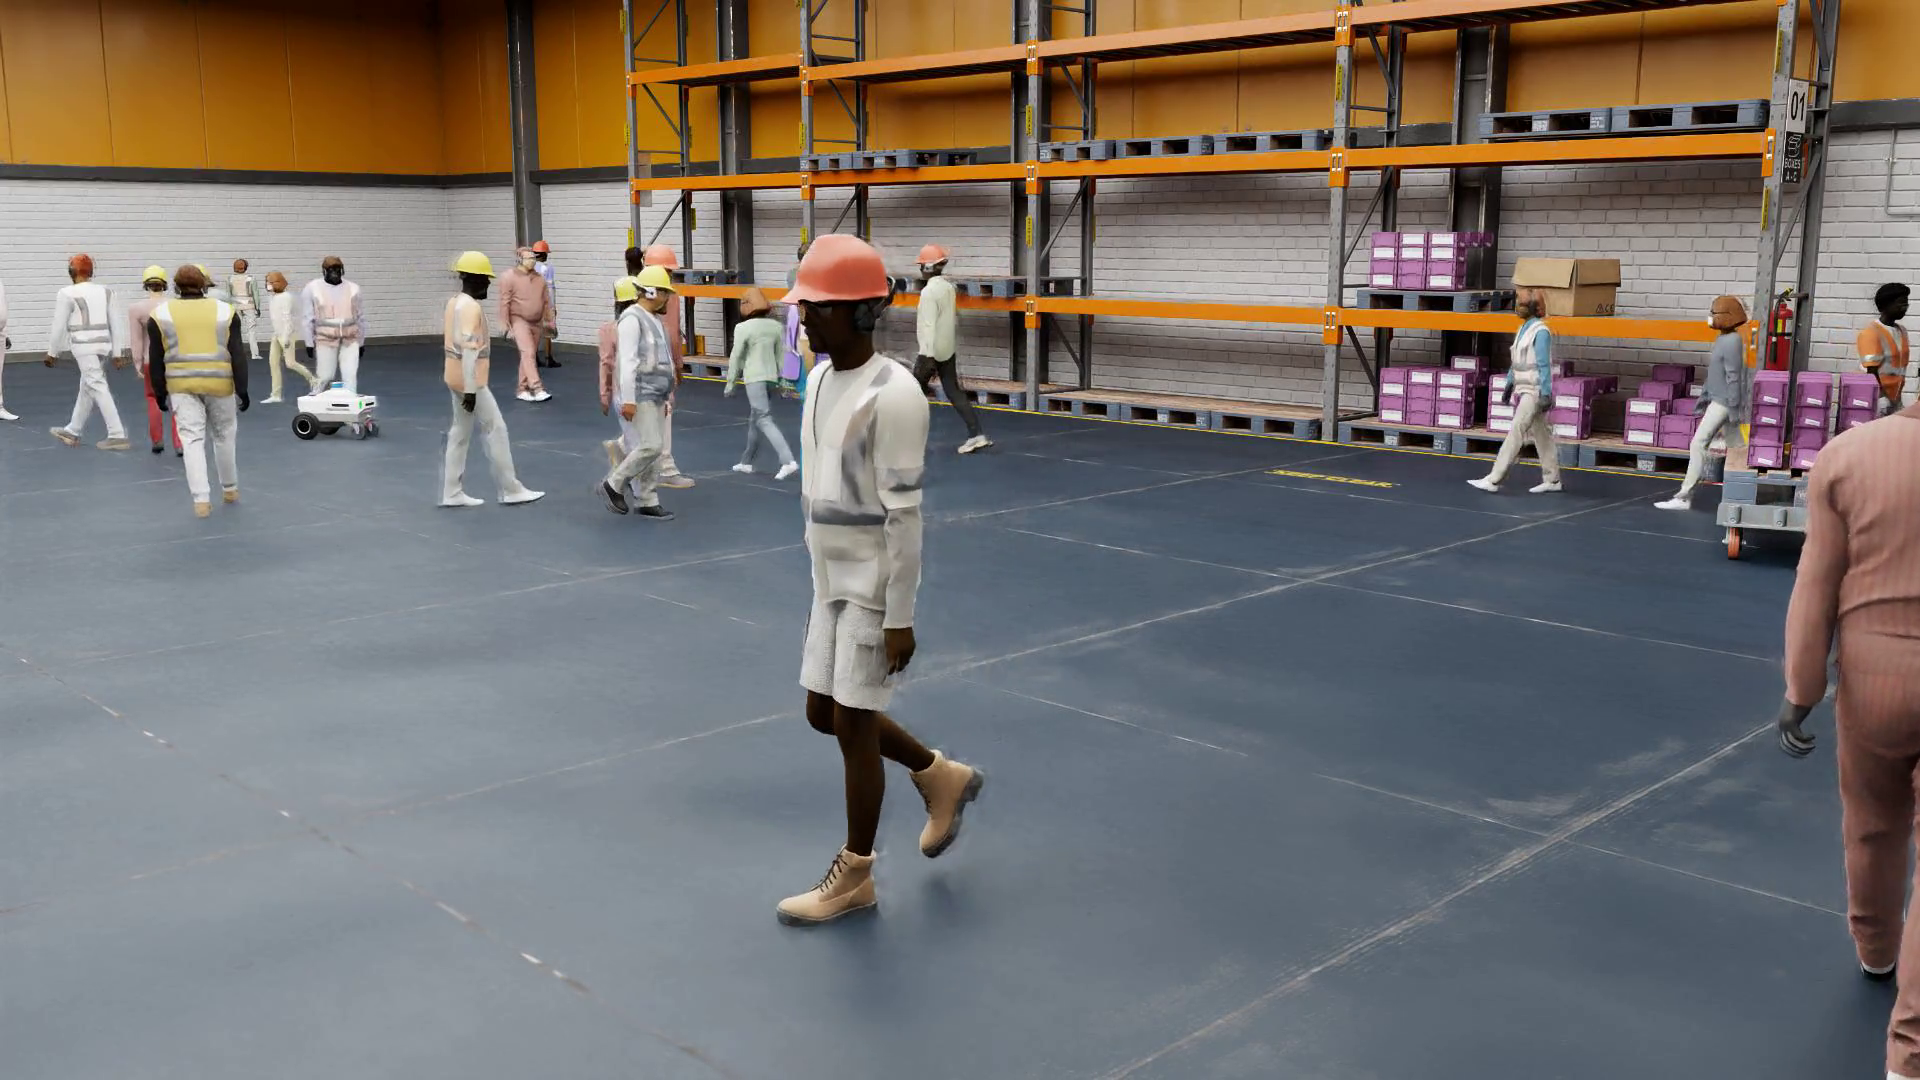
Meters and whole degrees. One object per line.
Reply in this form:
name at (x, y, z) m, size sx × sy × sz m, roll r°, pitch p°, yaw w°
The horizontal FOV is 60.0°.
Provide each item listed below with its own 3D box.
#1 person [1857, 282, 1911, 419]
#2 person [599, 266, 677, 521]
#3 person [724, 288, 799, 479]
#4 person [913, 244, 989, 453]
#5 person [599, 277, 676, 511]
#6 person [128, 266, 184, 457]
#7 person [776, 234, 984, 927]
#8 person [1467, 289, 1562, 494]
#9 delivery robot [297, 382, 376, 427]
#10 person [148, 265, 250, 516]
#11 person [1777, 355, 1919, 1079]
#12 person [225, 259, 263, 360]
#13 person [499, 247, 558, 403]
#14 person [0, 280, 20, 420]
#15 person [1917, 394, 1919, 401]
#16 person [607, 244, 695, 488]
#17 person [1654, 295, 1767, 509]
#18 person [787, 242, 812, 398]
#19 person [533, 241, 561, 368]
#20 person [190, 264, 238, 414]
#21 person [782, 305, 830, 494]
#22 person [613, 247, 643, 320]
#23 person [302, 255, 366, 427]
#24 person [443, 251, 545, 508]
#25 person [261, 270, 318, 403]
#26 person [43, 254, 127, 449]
person at (6.738, -1.027, 12.129) m, size 0.542 × 1.688 × 0.397 m, roll -6°, pitch 12°, yaw -29°
person at (-2.248, -1.026, 11.768) m, size 0.479 × 1.808 × 0.619 m, roll 2°, pitch 11°, yaw 12°
person at (-1.661, -1.314, 13.934) m, size 0.849 × 1.591 × 0.517 m, roll 9°, pitch 14°, yaw 40°
person at (-0.184, -1.767, 15.454) m, size 1.031 × 1.948 × 0.639 m, roll 5°, pitch 12°, yaw 25°
person at (-2.421, -1.097, 12.430) m, size 0.540 × 1.721 × 0.898 m, roll -6°, pitch 12°, yaw -30°
person at (-7.365, -1.651, 15.378) m, size 0.540 × 1.742 × 0.747 m, roll -5°, pitch 12°, yaw -27°
person at (-0.228, 0.118, 4.935) m, size 0.667 × 2.029 × 0.613 m, roll -6°, pitch 12°, yaw -30°
person at (4.368, -1.143, 12.976) m, size 0.832 × 1.595 × 0.546 m, roll 1°, pitch 10°, yaw 3°
delivery robot at (-6.225, -1.335, 16.624) m, size 0.707 × 0.478 × 0.477 m, roll 1°, pitch 11°, yaw 8°
person at (-5.607, -1.114, 12.278) m, size 0.650 × 1.795 × 0.934 m, roll -5°, pitch 11°, yaw -25°
person at (2.438, 0.356, 4.100) m, size 0.683 × 1.854 × 0.992 m, roll 8°, pitch 13°, yaw 37°
person at (-11.638, -3.737, 27.021) m, size 0.523 × 1.638 × 0.310 m, roll -1°, pitch 10°, yaw -4°
person at (-5.133, -2.587, 20.095) m, size 0.904 × 1.868 × 0.679 m, roll 8°, pitch 13°, yaw 36°
person at (-10.557, -2.229, 18.067) m, size 0.399 × 1.909 × 0.642 m, roll 1°, pitch 10°, yaw 7°
person at (5.490, -0.522, 9.080) m, size 0.572 × 1.804 × 0.994 m, roll 6°, pitch 12°, yaw 28°
person at (-2.535, -1.409, 13.460) m, size 0.868 × 1.961 × 0.643 m, roll 5°, pitch 12°, yaw 25°
person at (5.644, -0.998, 12.206) m, size 0.848 × 1.593 × 0.507 m, roll 4°, pitch 11°, yaw 20°
person at (-1.884, -2.722, 20.668) m, size 0.629 × 1.940 × 0.379 m, roll -9°, pitch 14°, yaw -40°
person at (-6.402, -3.606, 25.491) m, size 0.548 × 1.936 × 0.378 m, roll 5°, pitch 12°, yaw 26°
person at (-8.487, -2.265, 18.820) m, size 0.498 × 1.695 × 0.807 m, roll -8°, pitch 13°, yaw -37°
person at (-1.134, -1.227, 12.817) m, size 0.449 × 1.831 × 0.586 m, roll -2°, pitch 11°, yaw -11°
person at (-3.444, -2.216, 18.012) m, size 0.605 × 1.901 × 0.678 m, roll -7°, pitch 12°, yaw -33°
person at (-6.675, -2.127, 17.745) m, size 0.643 × 1.823 × 0.670 m, roll -6°, pitch 12°, yaw -31°
person at (-3.516, -1.185, 12.396) m, size 0.809 × 1.895 × 0.617 m, roll -6°, pitch 12°, yaw -29°
person at (-8.150, -2.470, 20.197) m, size 0.519 × 1.613 × 0.661 m, roll 8°, pitch 13°, yaw 38°
person at (-8.359, -1.781, 15.785) m, size 0.941 × 1.835 × 0.580 m, roll 2°, pitch 11°, yaw 12°
